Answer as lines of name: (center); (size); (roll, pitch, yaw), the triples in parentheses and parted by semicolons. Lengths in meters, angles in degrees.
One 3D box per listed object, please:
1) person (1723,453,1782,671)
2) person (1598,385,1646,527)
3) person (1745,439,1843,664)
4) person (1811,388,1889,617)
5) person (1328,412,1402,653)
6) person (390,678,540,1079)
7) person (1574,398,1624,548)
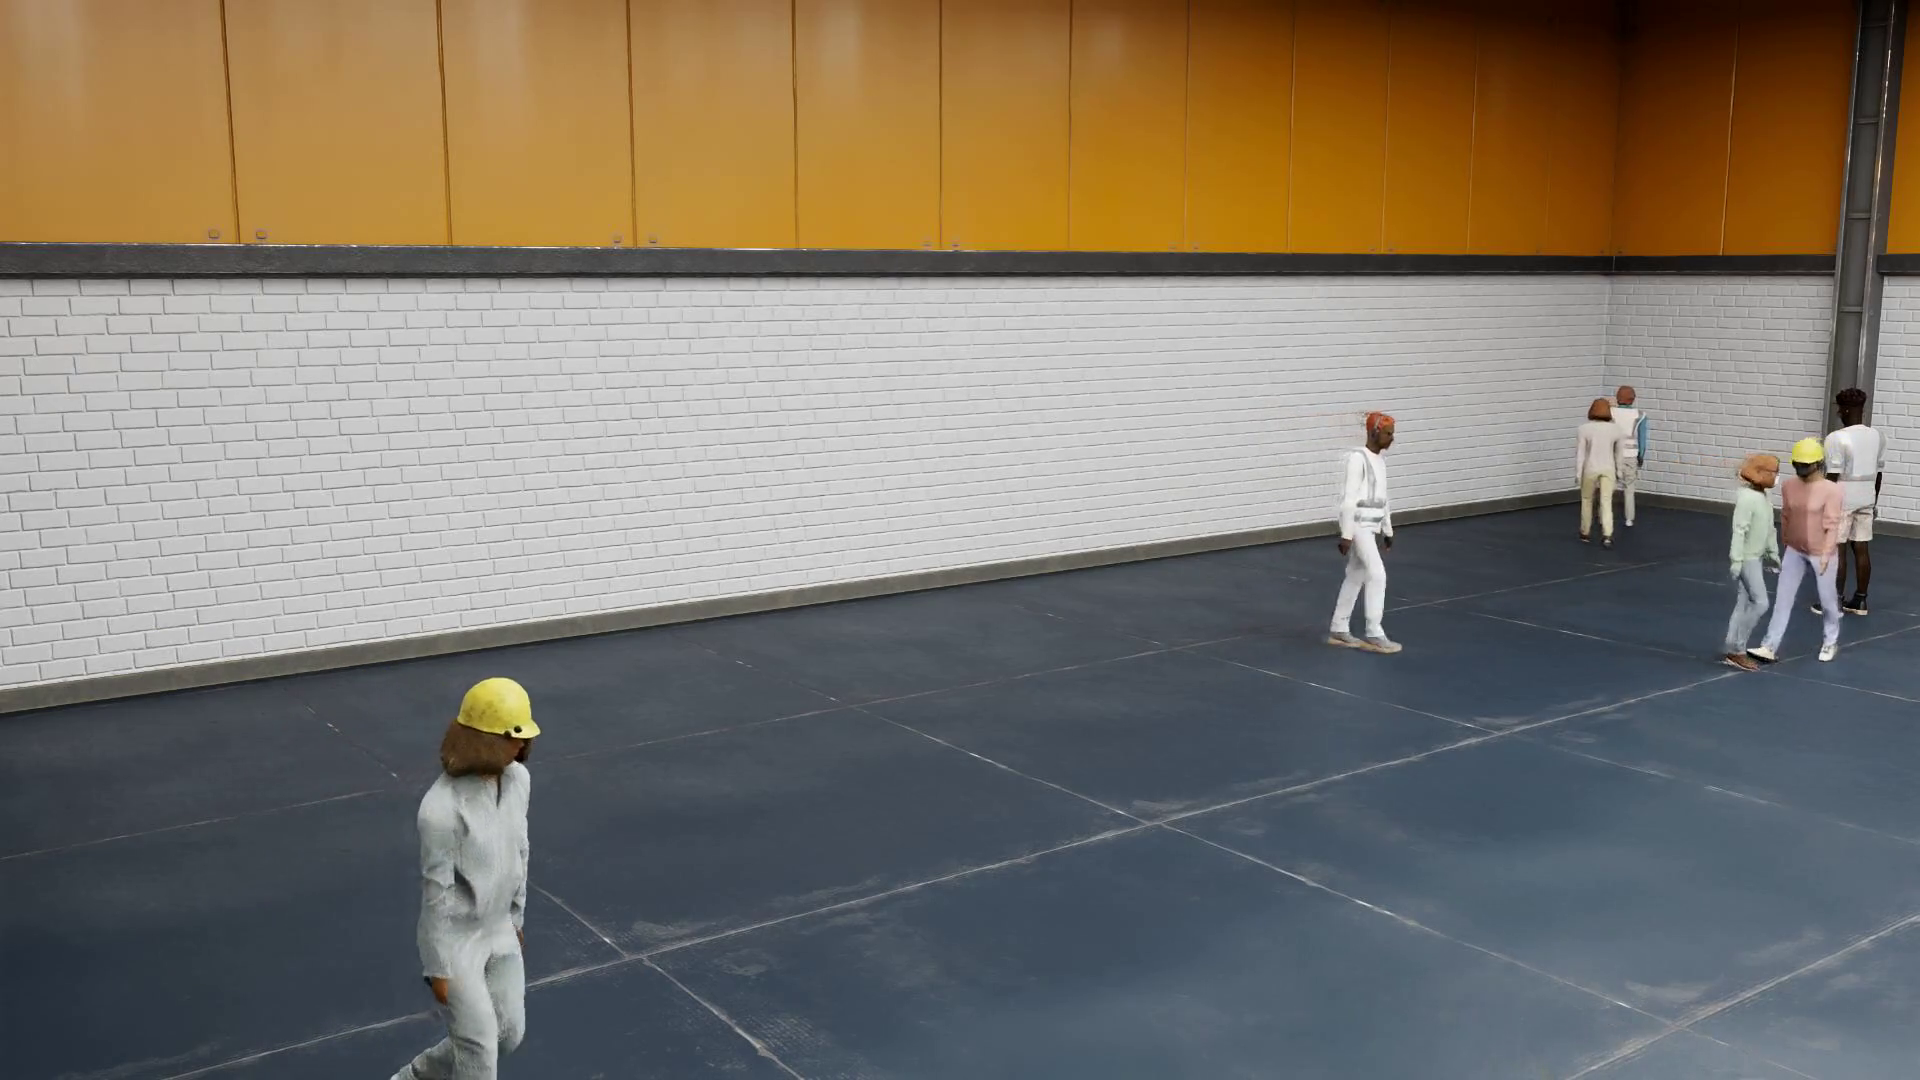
person: (5.869, 0.161, 12.258); (0.413, 1.618, 0.519); (8, 12, 39)
person: (7.605, -0.959, 19.145); (0.525, 1.637, 0.308); (3, 10, 17)
person: (6.314, 0.095, 12.401); (0.927, 1.696, 0.541); (-5, 11, -30)
person: (7.585, -0.323, 14.223); (0.614, 1.957, 0.392); (-3, 10, -17)
person: (3.231, -0.057, 12.893); (0.783, 1.856, 0.600); (6, 11, 32)
person: (-1.584, 1.253, 5.294); (0.608, 1.714, 0.493); (4, 10, 22)
person: (6.855, -0.723, 17.823); (0.516, 1.596, 0.836); (2, 9, 10)
